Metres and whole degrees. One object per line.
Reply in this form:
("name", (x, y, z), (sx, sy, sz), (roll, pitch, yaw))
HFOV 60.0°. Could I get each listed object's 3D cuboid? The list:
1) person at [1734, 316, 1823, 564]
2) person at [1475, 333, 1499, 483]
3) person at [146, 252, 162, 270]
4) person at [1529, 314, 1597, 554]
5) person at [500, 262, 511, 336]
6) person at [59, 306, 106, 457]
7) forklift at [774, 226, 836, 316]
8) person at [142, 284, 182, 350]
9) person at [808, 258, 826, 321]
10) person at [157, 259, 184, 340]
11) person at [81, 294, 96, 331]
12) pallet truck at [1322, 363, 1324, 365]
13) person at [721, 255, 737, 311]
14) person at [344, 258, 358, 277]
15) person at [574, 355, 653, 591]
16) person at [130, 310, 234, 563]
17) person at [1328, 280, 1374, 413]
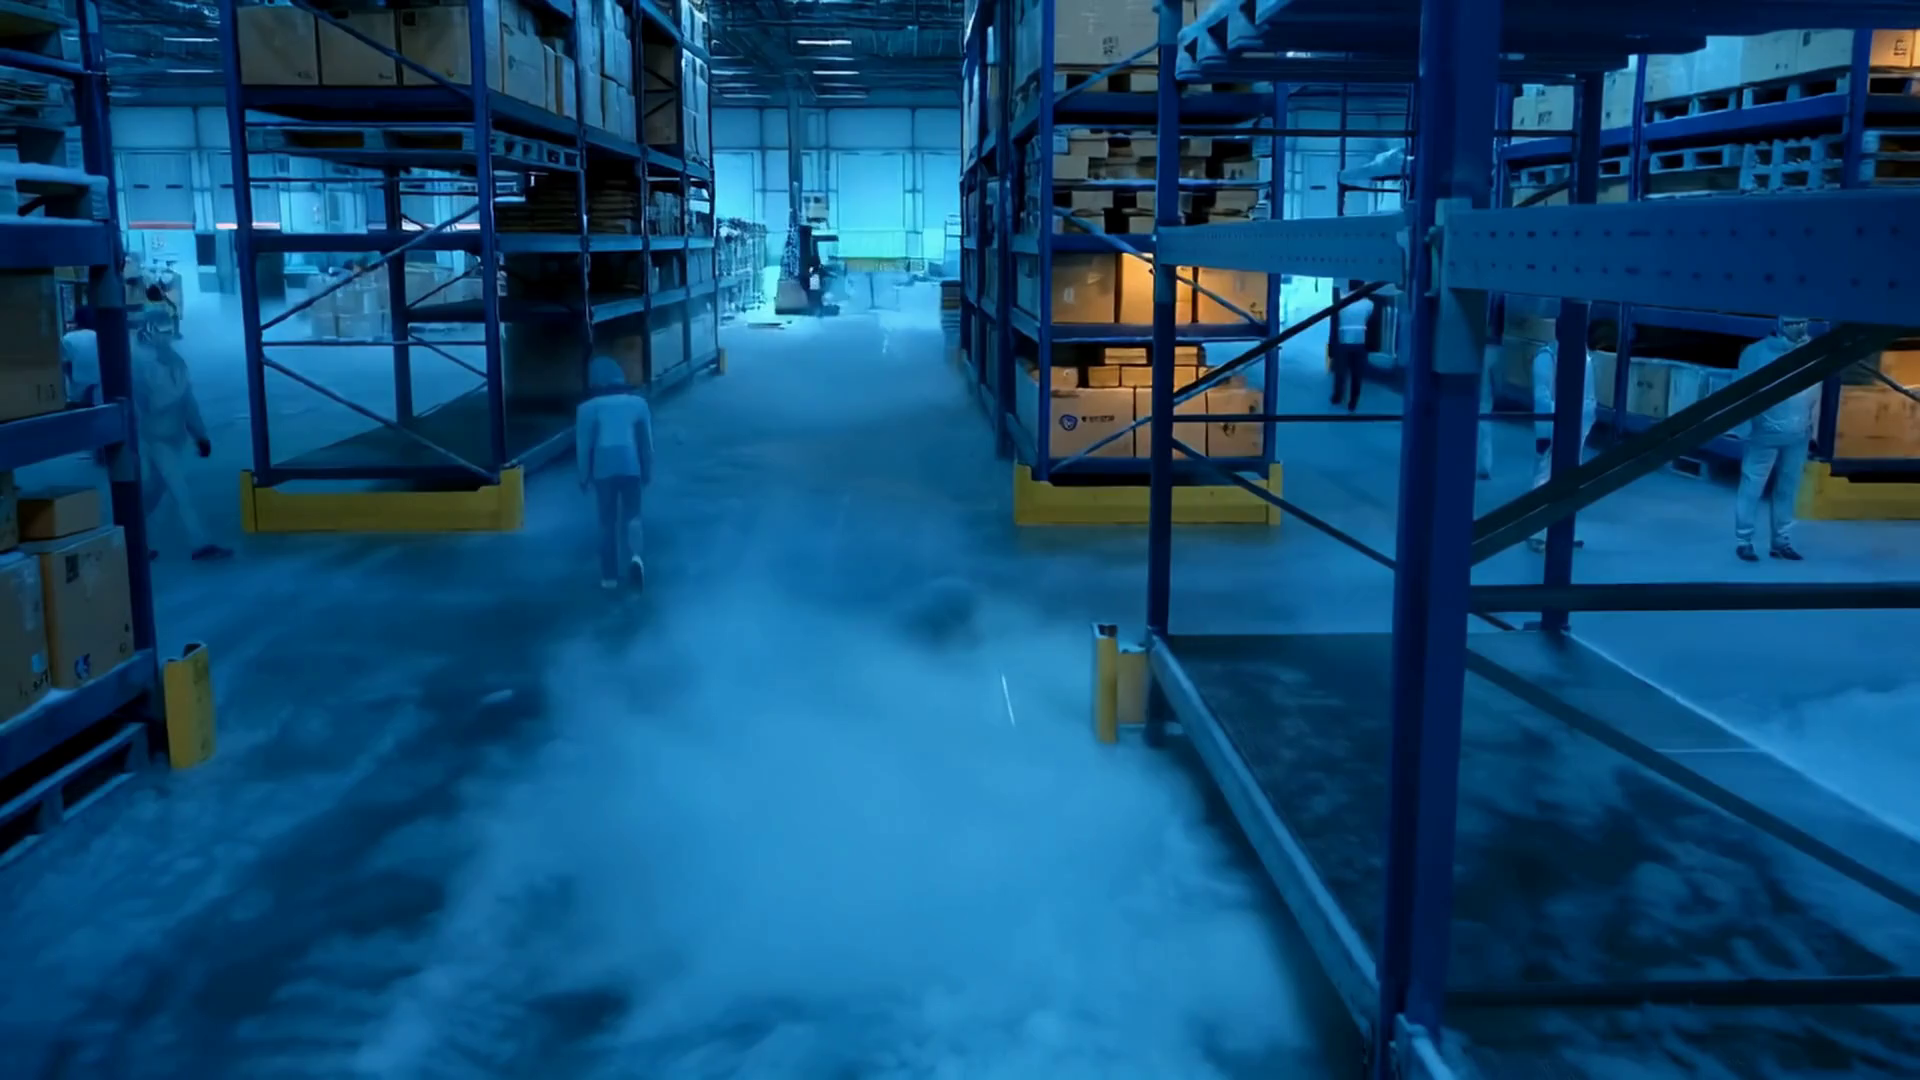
("person", (5.998, -0.778, 12.165), (0.639, 1.911, 0.406), (-1, 10, -5))
("person", (5.034, -1.378, 16.378), (0.512, 1.592, 0.829), (-2, 10, -10))
("person", (-32.586, -10.682, 67.314), (0.599, 1.921, 0.604), (4, 11, 24))
("person", (4.557, -0.812, 12.543), (0.625, 1.843, 0.430), (-8, 13, -38))
("person", (-8.706, -4.388, 32.110), (0.612, 1.963, 0.361), (0, 10, 3))
("person", (-9.555, -1.744, 18.267), (0.529, 1.650, 0.906), (-5, 11, -27))
("forklift", (-4.869, -8.426, 52.060), (1.873, 2.768, 1.129), (0, 10, -2))
("person", (-13.154, -3.388, 27.423), (0.889, 1.650, 0.545), (10, 14, 43))
("person", (-4.201, -7.408, 49.183), (0.611, 1.875, 0.534), (4, 11, 22))
("person", (-18.892, -5.749, 39.811), (0.385, 1.929, 0.541), (4, 11, 21))
("person", (-14.678, -3.624, 28.372), (0.943, 1.785, 0.611), (6, 12, 28))
("pallet truck", (7.712, -4.157, 30.737), (1.885, 1.965, 0.823), (3, 11, 16))
("person", (-7.731, -8.491, 55.156), (0.660, 1.898, 0.660), (8, 13, 39))
("person", (-18.174, -7.496, 49.739), (0.503, 1.861, 0.328), (3, 11, 14))
("person", (-2.292, -0.432, 11.056), (0.532, 1.607, 0.548), (-4, 11, -22))
("person", (-5.840, -0.759, 12.221), (1.020, 1.852, 0.666), (2, 10, 11))
("person", (5.393, -2.719, 23.030), (0.631, 1.881, 0.893), (0, 10, 0))
